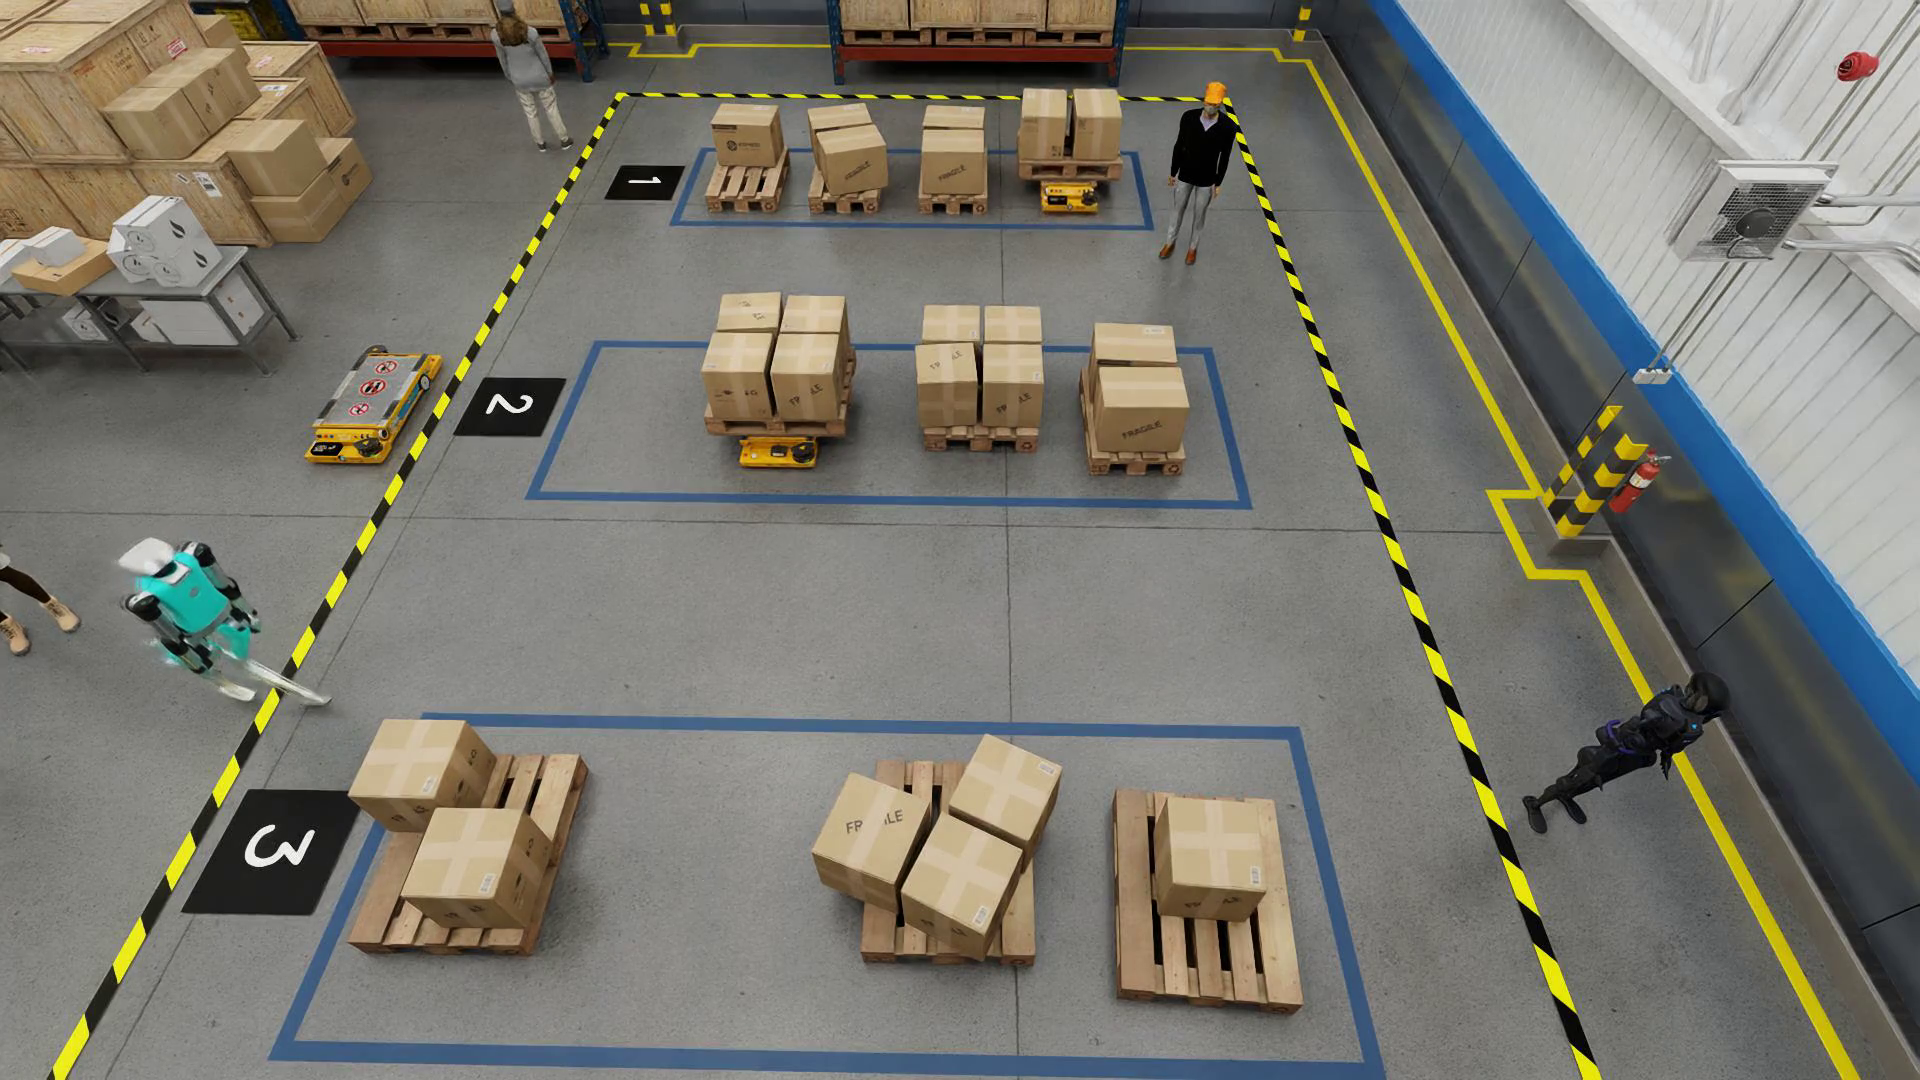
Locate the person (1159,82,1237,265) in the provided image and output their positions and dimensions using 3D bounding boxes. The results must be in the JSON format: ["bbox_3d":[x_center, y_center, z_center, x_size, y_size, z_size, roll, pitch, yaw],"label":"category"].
[{"bbox_3d":[2.456,-3.776,9.505,0.586,1.884,0.362,19,52,15],"label":"person"}]

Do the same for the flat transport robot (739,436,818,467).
[{"bbox_3d":[-1.582,-1.235,8.394,0.652,0.197,1.431,1,50,1],"label":"flat transport robot"}]

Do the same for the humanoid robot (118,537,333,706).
[{"bbox_3d":[-4.915,0.589,5.920,1.041,1.729,0.550,10,50,8],"label":"humanoid robot"}]

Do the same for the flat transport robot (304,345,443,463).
[{"bbox_3d":[-5.383,-1.269,8.441,0.659,0.231,1.431,1,50,1],"label":"flat transport robot"}]

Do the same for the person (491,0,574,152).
[{"bbox_3d":[-5.224,-5.626,11.143,0.572,1.768,0.399,-7,50,-6],"label":"person"}]

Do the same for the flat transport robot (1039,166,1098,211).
[{"bbox_3d":[1.294,-4.451,11.115,0.652,0.197,1.431,1,50,1],"label":"flat transport robot"}]

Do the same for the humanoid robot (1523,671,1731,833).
[{"bbox_3d":[3.920,1.256,5.371,0.599,1.657,0.315,-7,50,-6],"label":"humanoid robot"}]

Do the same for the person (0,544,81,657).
[{"bbox_3d":[-6.912,0.060,6.163,0.607,2.034,0.399,-34,58,-25],"label":"person"}]
